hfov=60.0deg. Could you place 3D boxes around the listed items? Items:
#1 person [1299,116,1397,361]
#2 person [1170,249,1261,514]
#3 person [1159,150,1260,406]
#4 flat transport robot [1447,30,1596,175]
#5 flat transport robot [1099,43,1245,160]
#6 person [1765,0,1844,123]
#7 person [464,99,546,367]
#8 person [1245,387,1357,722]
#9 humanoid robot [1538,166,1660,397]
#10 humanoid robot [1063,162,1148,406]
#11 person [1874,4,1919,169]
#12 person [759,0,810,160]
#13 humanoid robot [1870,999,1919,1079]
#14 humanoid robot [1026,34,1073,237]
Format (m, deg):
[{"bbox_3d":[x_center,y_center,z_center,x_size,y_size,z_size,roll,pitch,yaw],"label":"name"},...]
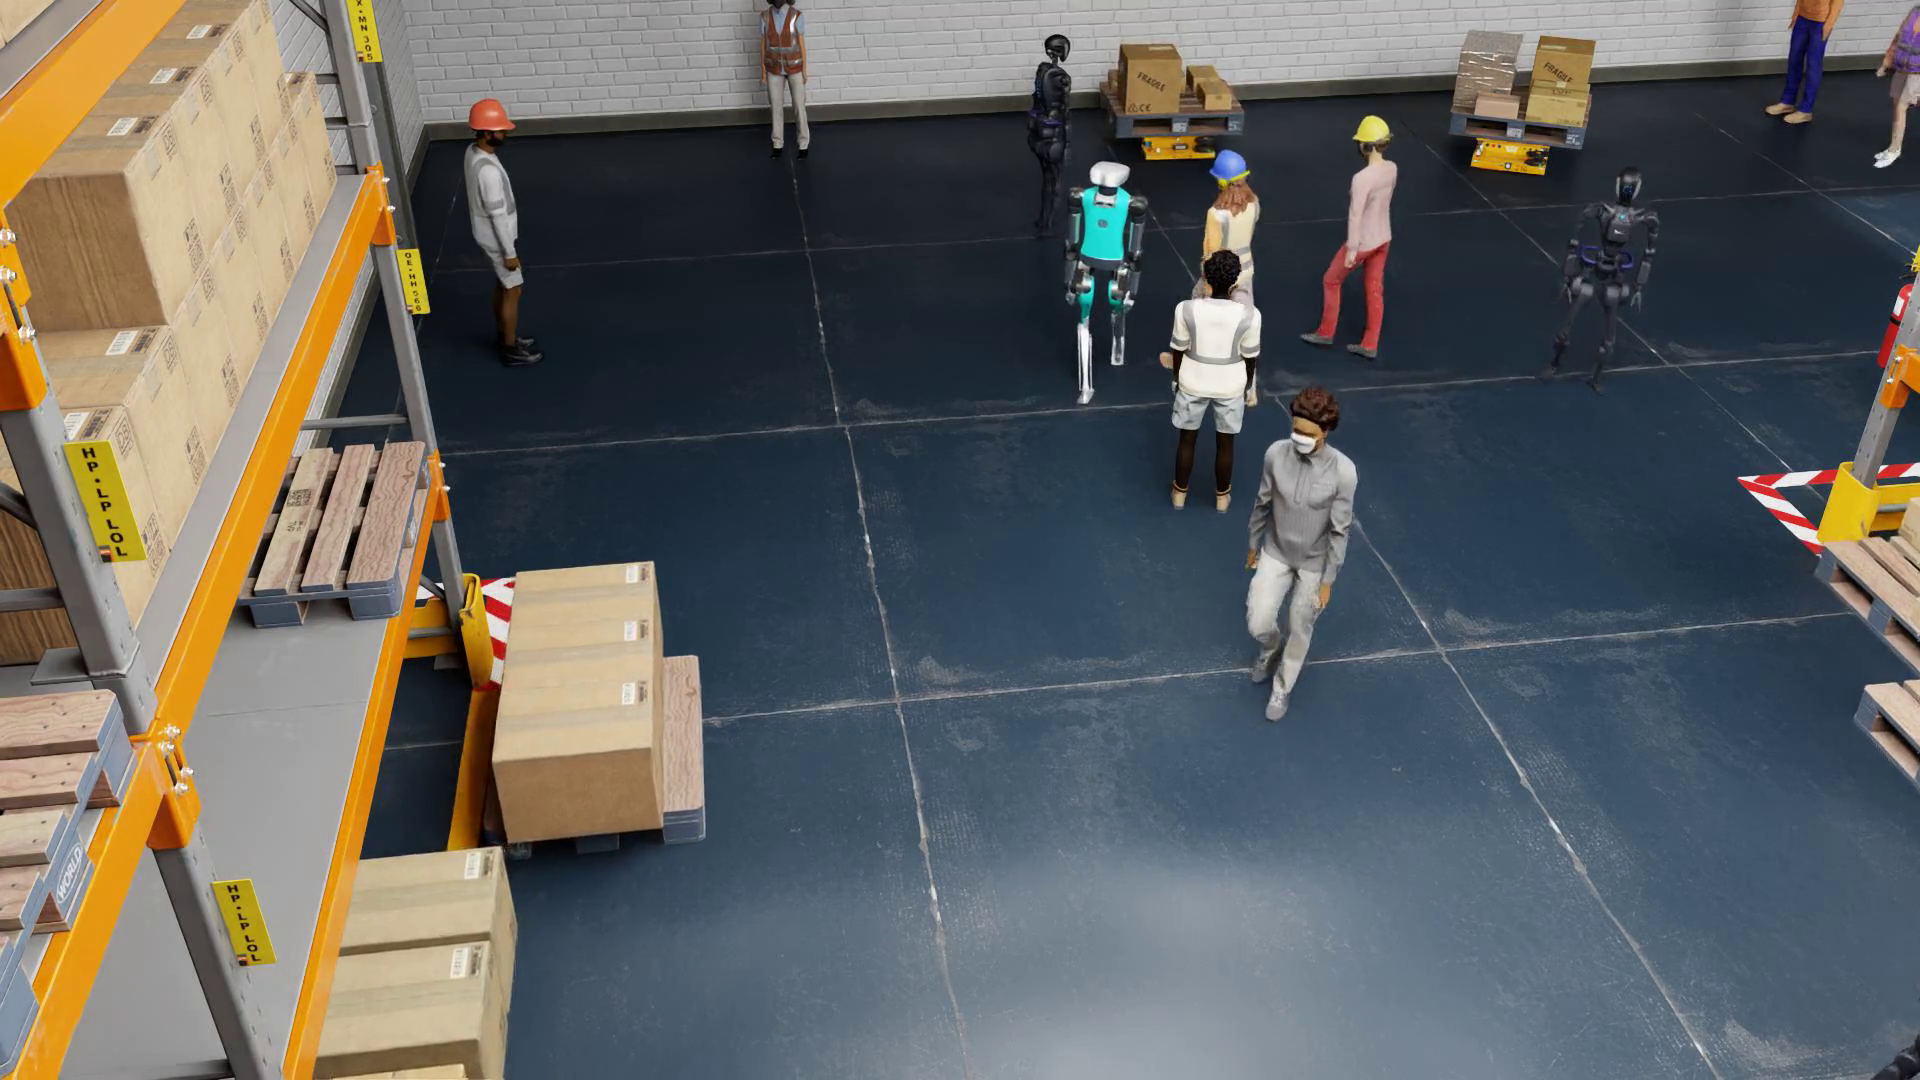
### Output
[{"bbox_3d":[2.794,-2.146,11.784,0.560,1.734,0.710,-27,42,-35],"label":"person"},{"bbox_3d":[1.508,-0.928,9.971,0.533,1.693,0.320,7,34,10],"label":"person"},{"bbox_3d":[1.789,-1.804,11.279,0.457,1.727,0.873,-15,36,-21],"label":"person"},{"bbox_3d":[5.227,-3.789,15.658,0.659,0.231,1.431,12,35,17],"label":"flat transport robot"},{"bbox_3d":[1.979,-3.968,15.933,0.659,0.231,1.431,-3,33,-4],"label":"flat transport robot"},{"bbox_3d":[8.232,-5.041,16.022,0.405,1.972,0.520,-10,34,-15],"label":"person"},{"bbox_3d":[-3.191,-2.126,11.602,0.386,1.923,0.546,-15,36,-21],"label":"person"},{"bbox_3d":[1.664,0.078,8.263,0.526,1.882,0.455,16,37,23],"label":"person"},{"bbox_3d":[4.361,-1.769,11.275,0.590,1.646,0.384,9,34,13],"label":"humanoid robot"},{"bbox_3d":[1.028,-1.831,11.329,0.558,1.770,0.974,9,34,13],"label":"humanoid robot"},{"bbox_3d":[8.551,-4.204,15.009,0.619,1.673,0.494,-11,35,-16],"label":"person"},{"bbox_3d":[-1.597,-4.294,15.140,0.426,1.680,0.309,3,33,4],"label":"person"},{"bbox_3d":[3.711,1.721,5.965,0.611,1.624,0.771,-27,42,-35],"label":"humanoid robot"},{"bbox_3d":[0.746,-3.332,13.667,0.345,1.648,0.608,-16,36,-23],"label":"humanoid robot"}]
